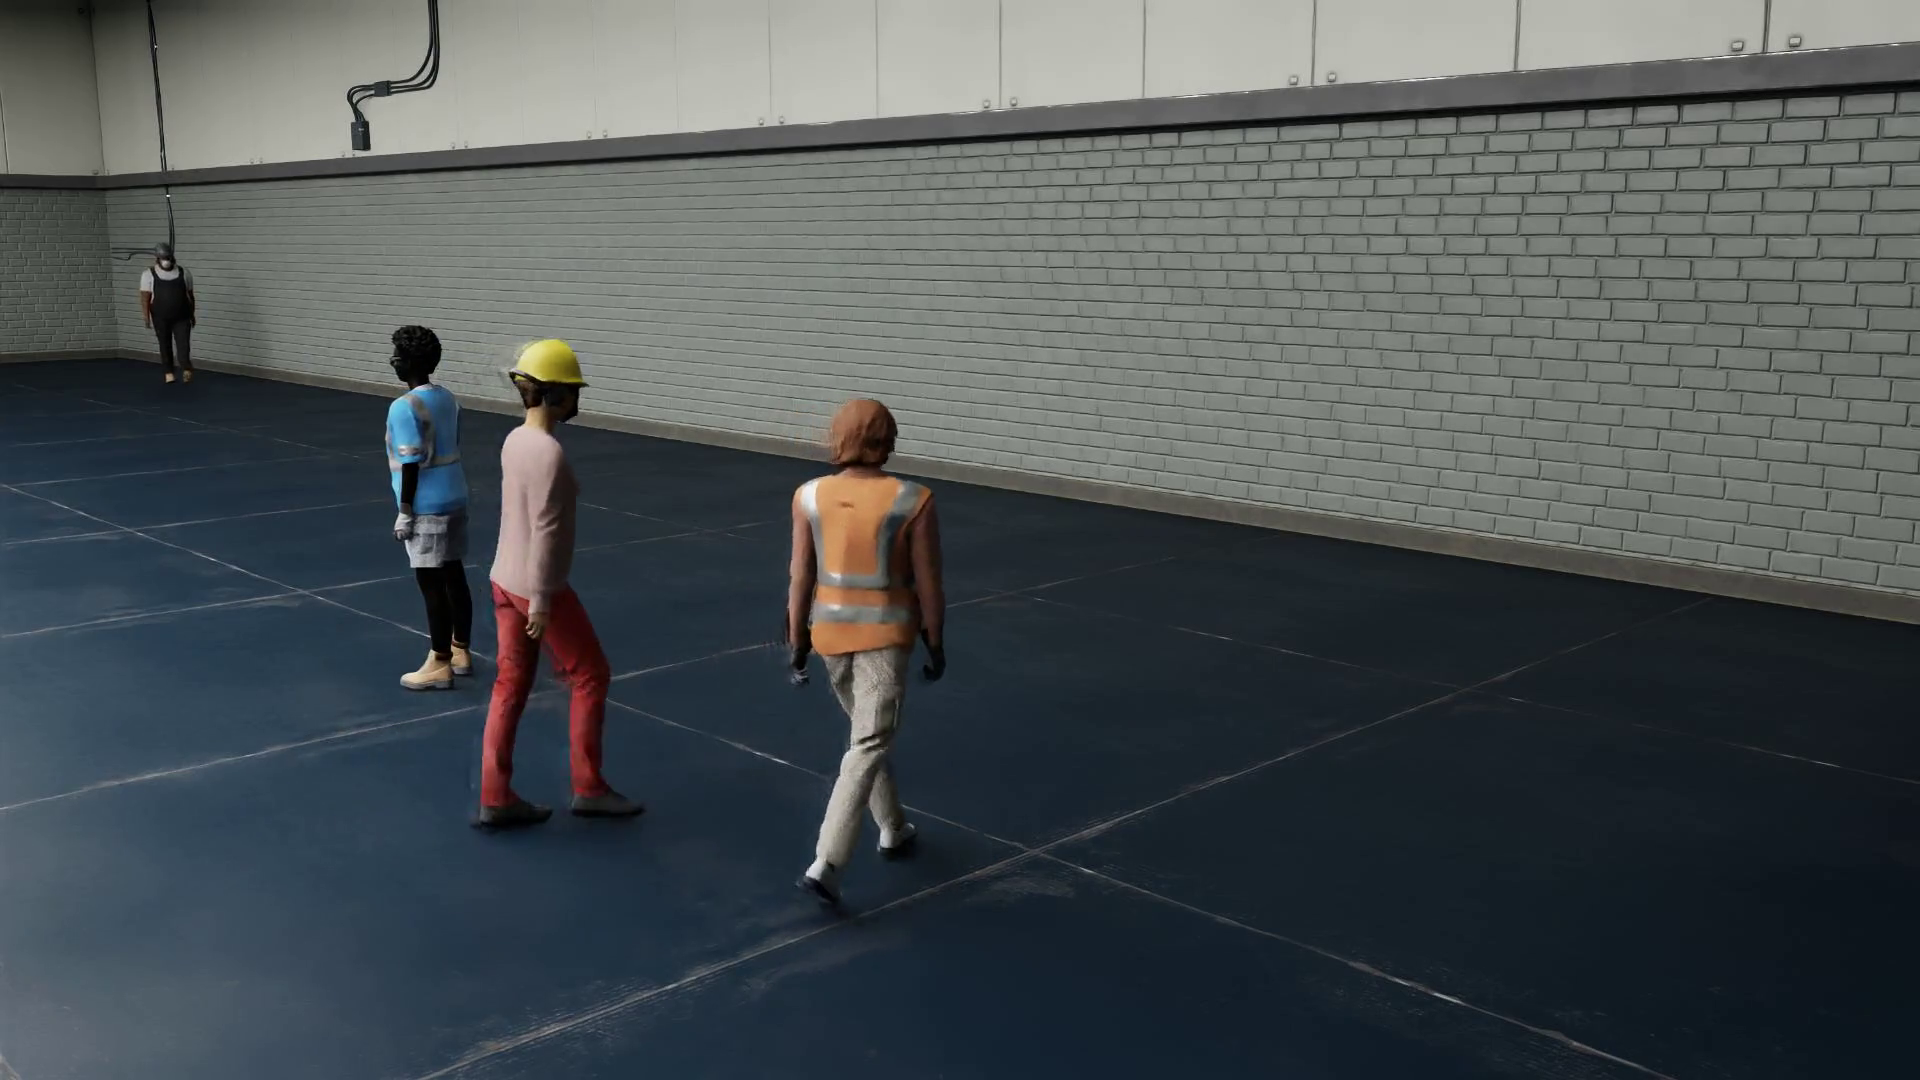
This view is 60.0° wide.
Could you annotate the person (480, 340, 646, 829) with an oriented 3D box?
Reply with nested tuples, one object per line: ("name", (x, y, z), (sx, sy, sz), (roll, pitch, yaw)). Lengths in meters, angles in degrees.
("person", (-1.437, 0.162, 5.953), (0.699, 1.739, 0.536), (-7, 12, -32))

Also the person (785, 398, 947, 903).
("person", (-0.333, 0.341, 5.394), (0.508, 1.592, 0.852), (5, 11, 24))

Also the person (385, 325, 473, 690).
("person", (-2.495, -0.156, 7.814), (0.322, 1.697, 0.536), (2, 11, 8))

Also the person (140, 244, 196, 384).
("person", (-11.309, -3.236, 23.791), (0.703, 2.000, 1.030), (-6, 12, -28))
